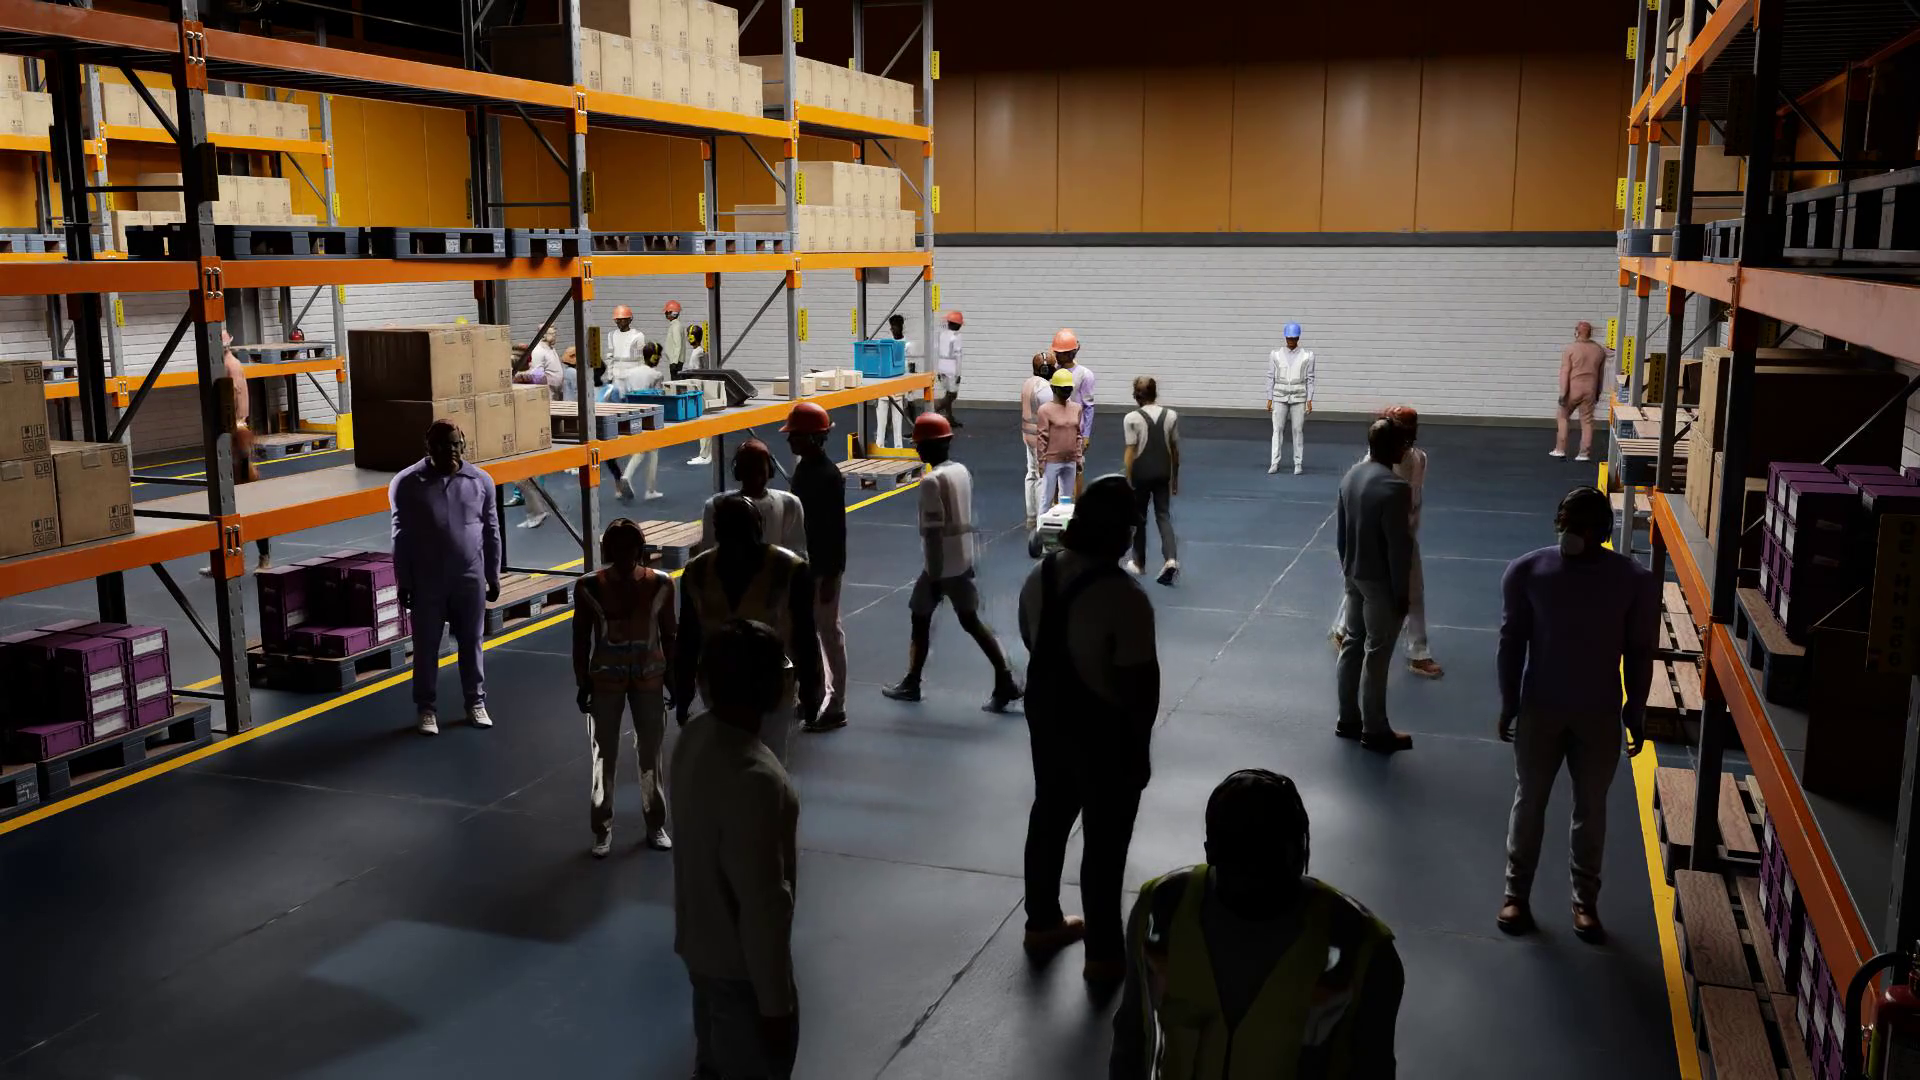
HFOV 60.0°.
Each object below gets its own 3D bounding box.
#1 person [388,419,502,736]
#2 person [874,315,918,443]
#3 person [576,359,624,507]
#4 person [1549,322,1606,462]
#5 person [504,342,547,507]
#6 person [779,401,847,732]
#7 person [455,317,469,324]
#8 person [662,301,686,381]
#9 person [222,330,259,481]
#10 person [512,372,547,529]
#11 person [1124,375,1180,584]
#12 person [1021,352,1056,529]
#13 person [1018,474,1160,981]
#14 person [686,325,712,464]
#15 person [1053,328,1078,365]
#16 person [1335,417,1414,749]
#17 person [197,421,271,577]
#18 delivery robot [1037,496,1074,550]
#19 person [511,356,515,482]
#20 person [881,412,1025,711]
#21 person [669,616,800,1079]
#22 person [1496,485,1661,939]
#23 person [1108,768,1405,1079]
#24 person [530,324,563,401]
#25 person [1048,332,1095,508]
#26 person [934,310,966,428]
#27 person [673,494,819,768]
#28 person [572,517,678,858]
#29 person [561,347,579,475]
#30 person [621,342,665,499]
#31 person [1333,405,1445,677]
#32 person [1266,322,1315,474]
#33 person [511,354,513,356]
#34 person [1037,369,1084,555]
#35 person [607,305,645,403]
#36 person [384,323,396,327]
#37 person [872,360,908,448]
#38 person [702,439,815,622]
[{"bbox_3d":[-3.072,0.217,10.011,0.646,1.902,0.400,-6,11,-29],"label":"person"},{"bbox_3d":[-0.915,-2.393,24.701,0.623,1.898,1.050,5,11,27],"label":"person"},{"bbox_3d":[-4.069,-1.230,18.769,0.544,1.680,0.709,2,10,8],"label":"person"},{"bbox_3d":[8.385,-2.021,22.628,0.683,1.878,0.788,-2,10,-8],"label":"person"},{"bbox_3d":[-4.844,-1.279,18.562,0.567,1.849,0.389,4,11,21],"label":"person"},{"bbox_3d":[-0.883,0.158,10.055,0.392,1.995,0.612,-4,11,-24],"label":"person"},{"bbox_3d":[-7.976,-2.701,26.802,0.315,1.770,0.524,1,10,7],"label":"person"},{"bbox_3d":[-4.776,-2.999,27.831,0.375,1.997,0.611,-2,10,-13],"label":"person"},{"bbox_3d":[-8.583,-1.512,19.648,0.571,1.944,0.819,-7,12,-34],"label":"person"},{"bbox_3d":[-4.490,-0.911,17.119,0.385,1.627,0.513,-8,13,-38],"label":"person"},{"bbox_3d":[1.690,-0.529,14.493,0.554,1.816,0.860,-2,10,-13],"label":"person"},{"bbox_3d":[0.851,-0.987,16.940,0.429,1.844,0.625,-3,11,-17],"label":"person"},{"bbox_3d":[0.558,0.726,6.731,0.542,2.000,0.690,-8,13,-36],"label":"person"},{"bbox_3d":[-3.495,-1.937,22.232,0.328,1.865,0.517,1,10,5],"label":"person"},{"bbox_3d":[1.234,-1.559,19.888,0.376,1.935,0.550,-9,14,-42],"label":"person"},{"bbox_3d":[2.430,0.245,9.728,0.354,1.937,0.635,-3,11,-18],"label":"person"},{"bbox_3d":[-6.401,-0.490,14.637,0.543,1.667,0.560,6,12,29],"label":"person"},{"bbox_3d":[0.985,-0.168,15.684,0.477,0.478,0.707,4,11,21],"label":"delivery robot"},{"bbox_3d":[-5.680,-1.670,20.568,0.598,1.917,0.375,7,12,35],"label":"person"},{"bbox_3d":[-0.033,0.146,10.475,0.964,1.895,0.588,6,12,31],"label":"person"},{"bbox_3d":[-0.600,1.163,4.577,0.356,1.936,0.651,-5,11,-25],"label":"person"},{"bbox_3d":[2.593,0.722,7.047,0.629,1.937,0.376,4,11,19],"label":"person"},{"bbox_3d":[0.608,1.383,3.590,0.621,1.845,0.429,4,11,22],"label":"person"},{"bbox_3d":[-5.398,-1.889,21.853,0.407,1.903,0.639,0,10,1],"label":"person"},{"bbox_3d":[1.089,-1.138,17.244,0.605,2.036,0.393,7,12,36],"label":"person"},{"bbox_3d":[-0.227,-2.686,26.341,0.758,1.907,0.581,-9,14,-42],"label":"person"},{"bbox_3d":[-0.984,0.701,7.480,0.663,1.821,0.540,2,10,12],"label":"person"},{"bbox_3d":[-1.601,0.700,8.006,0.510,1.640,0.308,-3,11,-19],"label":"person"},{"bbox_3d":[-4.935,-1.654,21.279,0.281,1.634,0.498,-6,12,-29],"label":"person"},{"bbox_3d":[-3.637,-1.340,18.977,0.530,1.836,0.675,5,11,25],"label":"person"},{"bbox_3d":[2.972,-0.024,11.522,0.594,1.842,0.970,-5,11,-28],"label":"person"},{"bbox_3d":[4.218,-1.808,21.268,0.607,1.945,0.396,3,10,15],"label":"person"},{"bbox_3d":[-5.691,-1.676,20.559,0.546,1.934,0.376,5,11,28],"label":"person"},{"bbox_3d":[0.961,-0.741,15.768,0.533,1.767,0.326,-7,12,-34],"label":"person"},{"bbox_3d":[-4.911,-2.415,24.415,0.614,2.040,0.390,3,11,17],"label":"person"},{"bbox_3d":[-7.401,-1.887,21.810,0.642,1.913,0.409,2,10,13],"label":"person"},{"bbox_3d":[-0.956,-1.927,22.808,0.512,1.639,0.311,-1,10,-5],"label":"person"},{"bbox_3d":[-1.122,0.371,9.227,0.597,1.865,0.557,-5,11,-24],"label":"person"}]
